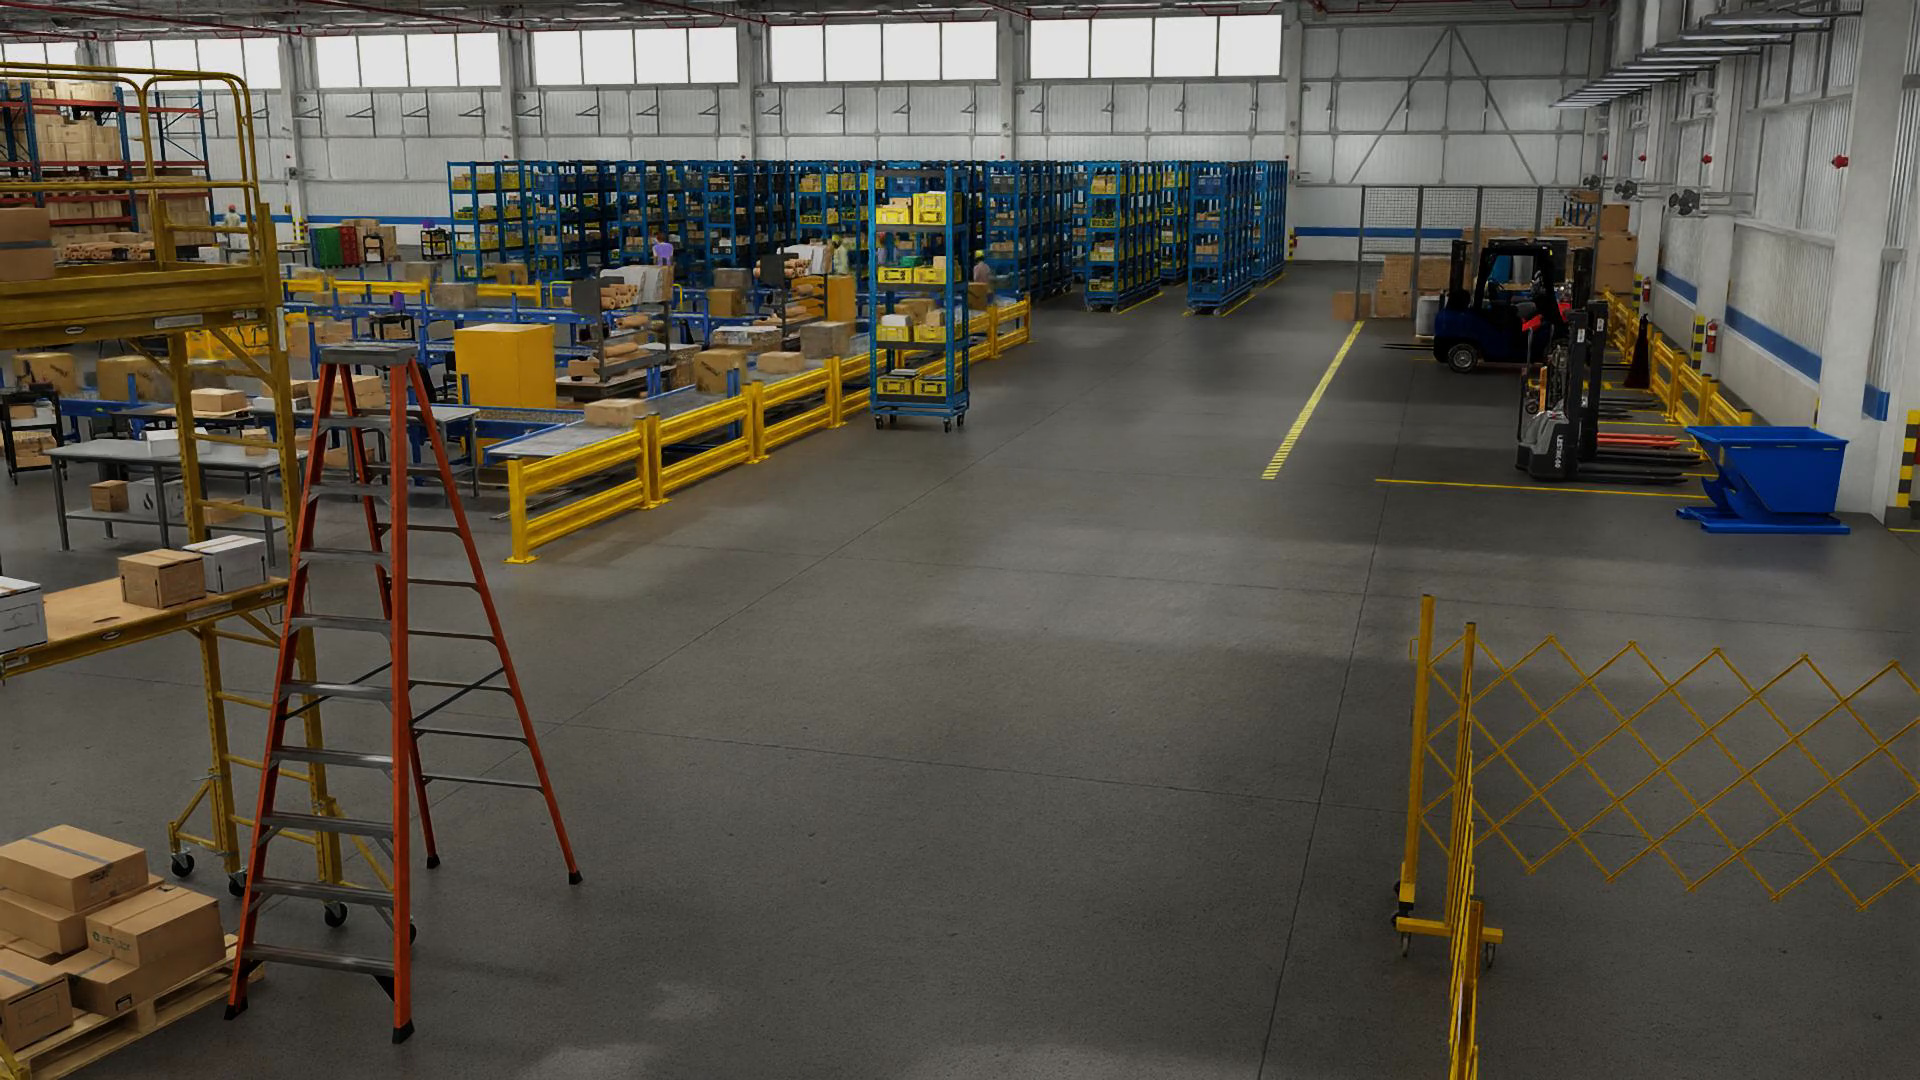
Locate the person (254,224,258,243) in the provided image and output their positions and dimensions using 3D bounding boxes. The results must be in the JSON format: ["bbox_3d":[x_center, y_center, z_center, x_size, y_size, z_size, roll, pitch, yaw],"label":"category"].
[{"bbox_3d":[-24.845,-10.696,59.245,0.543,1.593,0.854,-9,16,-33],"label":"person"}]

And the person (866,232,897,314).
[{"bbox_3d":[-1.817,-6.251,39.185,0.640,2.000,0.983,-12,18,-42],"label":"person"}]

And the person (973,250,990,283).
[{"bbox_3d":[0.493,-5.511,36.631,0.520,1.721,0.883,-12,17,-41],"label":"person"}]

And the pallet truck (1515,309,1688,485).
[{"bbox_3d":[7.554,-1.677,19.446,1.885,1.965,0.823,3,13,14],"label":"pallet truck"}]

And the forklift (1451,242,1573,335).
[{"bbox_3d":[10.464,-4.597,31.405,2.680,1.987,1.157,4,14,16],"label":"forklift"}]

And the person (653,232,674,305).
[{"bbox_3d":[-7.558,-6.921,42.415,0.567,1.850,0.389,-10,16,-36],"label":"person"}]

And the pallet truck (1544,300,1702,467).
[{"bbox_3d":[8.263,-1.952,20.631,1.885,1.965,0.823,5,14,20],"label":"pallet truck"}]

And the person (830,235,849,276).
[{"bbox_3d":[-2.962,-6.848,42.261,0.671,1.794,0.613,-7,15,-28],"label":"person"}]

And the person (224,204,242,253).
[{"bbox_3d":[-27.013,-11.479,61.838,0.624,1.971,0.720,-4,14,-16],"label":"person"}]

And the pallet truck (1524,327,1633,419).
[{"bbox_3d":[9.065,-2.460,24.370,1.522,1.261,0.704,3,13,14],"label":"pallet truck"}]

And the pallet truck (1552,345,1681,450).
[{"bbox_3d":[8.641,-1.896,21.908,1.630,1.274,0.653,4,14,16],"label":"pallet truck"}]

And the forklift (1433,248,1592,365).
[{"bbox_3d":[9.780,-4.111,29.280,2.680,1.987,1.157,3,13,14],"label":"forklift"}]

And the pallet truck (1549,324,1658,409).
[{"bbox_3d":[9.824,-2.669,25.407,1.601,1.201,0.680,4,14,16],"label":"pallet truck"}]
